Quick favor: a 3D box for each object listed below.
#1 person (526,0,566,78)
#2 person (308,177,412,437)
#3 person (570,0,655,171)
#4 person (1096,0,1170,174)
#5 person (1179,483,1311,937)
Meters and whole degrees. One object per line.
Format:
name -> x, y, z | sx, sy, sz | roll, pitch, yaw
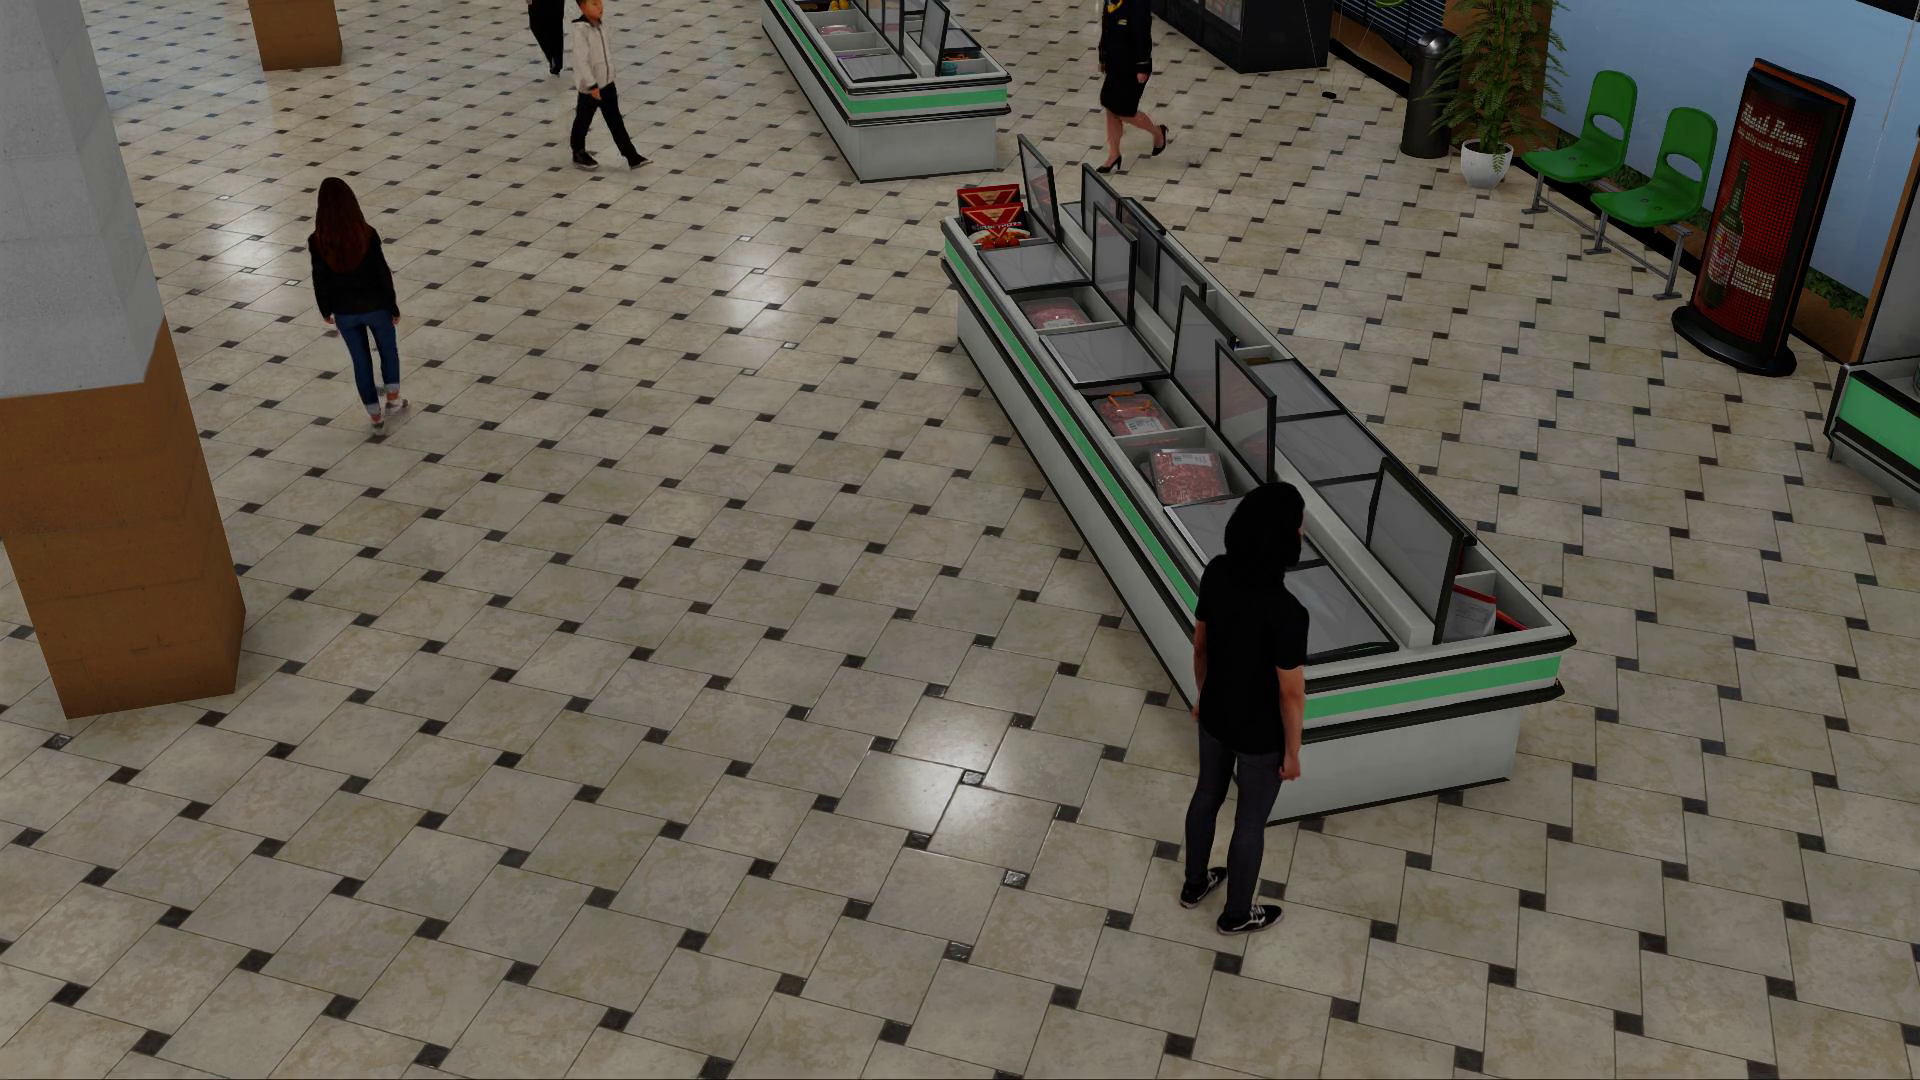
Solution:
person -> -3.716, -4.935, 14.996 | 0.696, 1.591, 0.829 | -18, 36, -26
person -> -3.316, -1.255, 9.196 | 0.577, 1.470, 0.585 | -8, 33, -13
person -> -2.901, -3.556, 12.944 | 1.019, 1.417, 0.978 | 15, 35, 23
person -> 1.356, -3.651, 12.869 | 0.887, 1.657, 0.866 | -15, 35, -22
person -> 0.992, 0.610, 5.856 | 0.764, 1.833, 0.595 | -22, 38, -31
